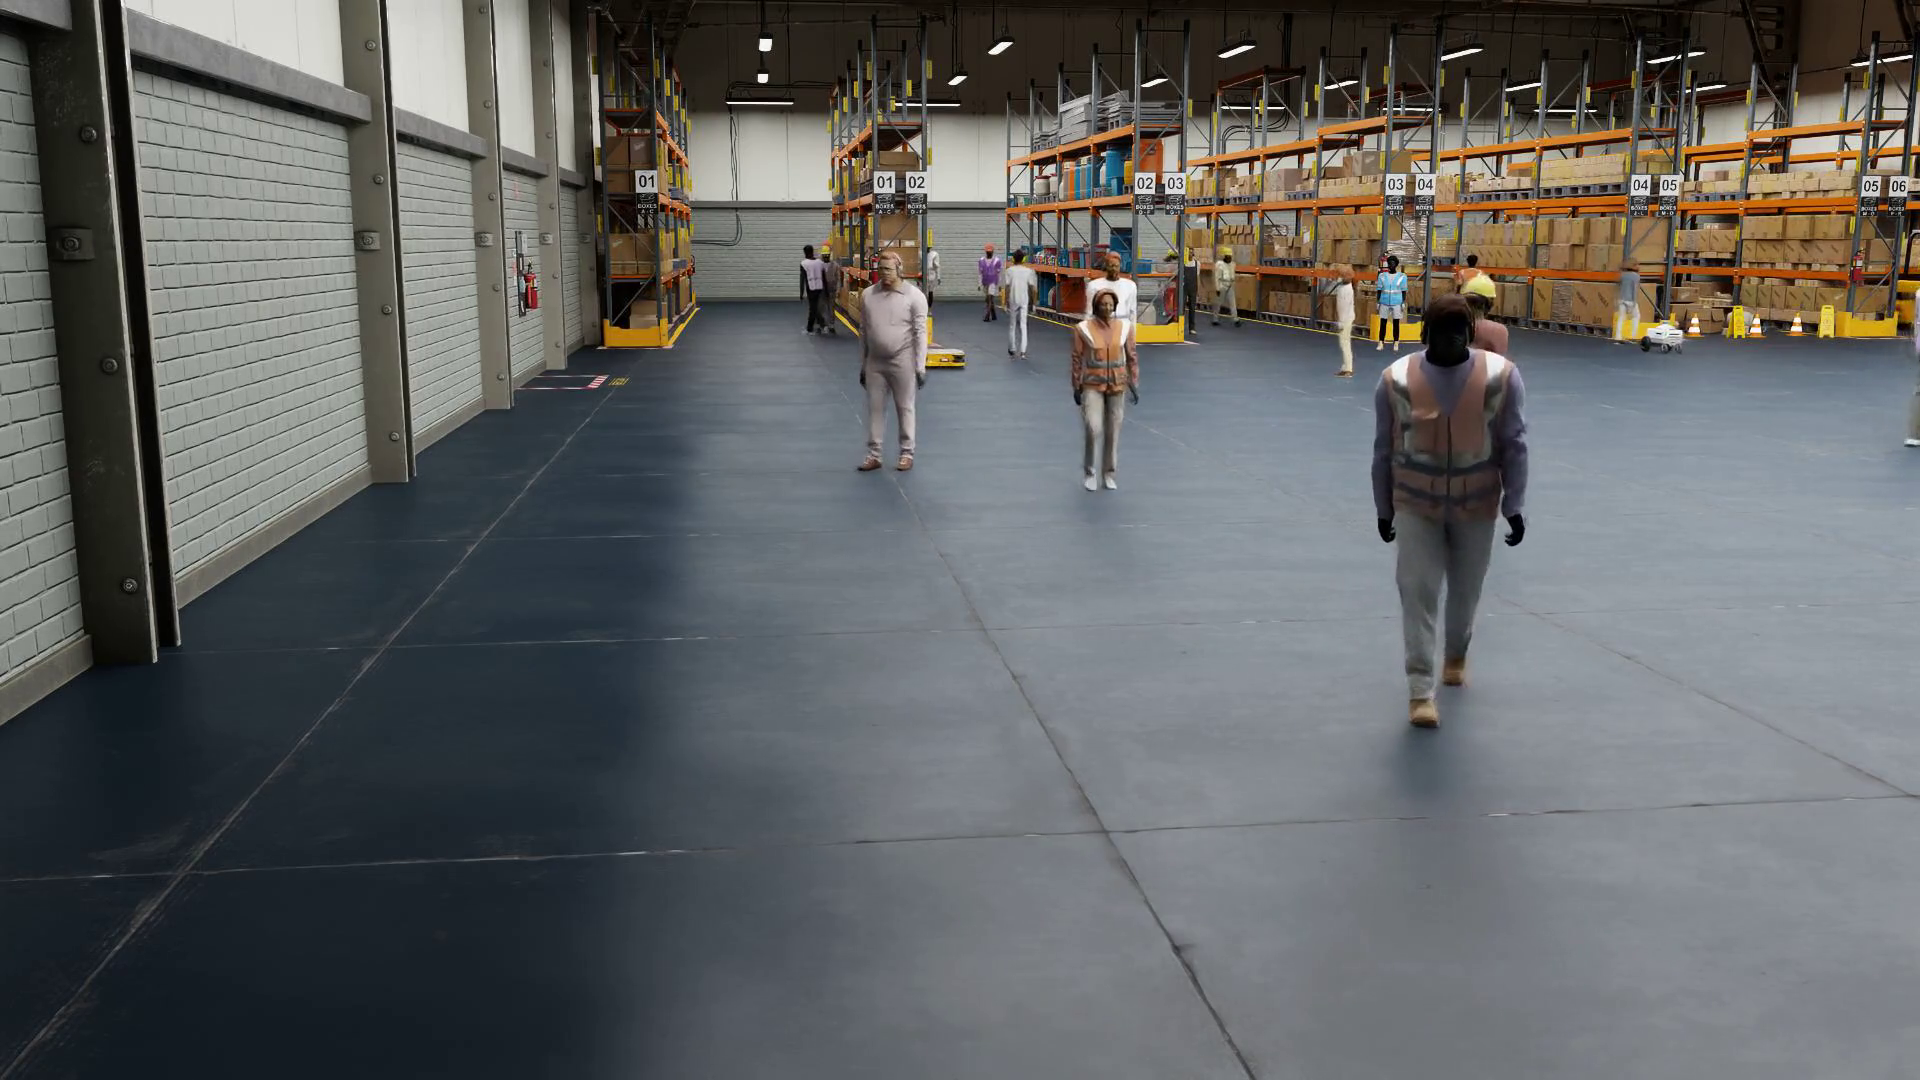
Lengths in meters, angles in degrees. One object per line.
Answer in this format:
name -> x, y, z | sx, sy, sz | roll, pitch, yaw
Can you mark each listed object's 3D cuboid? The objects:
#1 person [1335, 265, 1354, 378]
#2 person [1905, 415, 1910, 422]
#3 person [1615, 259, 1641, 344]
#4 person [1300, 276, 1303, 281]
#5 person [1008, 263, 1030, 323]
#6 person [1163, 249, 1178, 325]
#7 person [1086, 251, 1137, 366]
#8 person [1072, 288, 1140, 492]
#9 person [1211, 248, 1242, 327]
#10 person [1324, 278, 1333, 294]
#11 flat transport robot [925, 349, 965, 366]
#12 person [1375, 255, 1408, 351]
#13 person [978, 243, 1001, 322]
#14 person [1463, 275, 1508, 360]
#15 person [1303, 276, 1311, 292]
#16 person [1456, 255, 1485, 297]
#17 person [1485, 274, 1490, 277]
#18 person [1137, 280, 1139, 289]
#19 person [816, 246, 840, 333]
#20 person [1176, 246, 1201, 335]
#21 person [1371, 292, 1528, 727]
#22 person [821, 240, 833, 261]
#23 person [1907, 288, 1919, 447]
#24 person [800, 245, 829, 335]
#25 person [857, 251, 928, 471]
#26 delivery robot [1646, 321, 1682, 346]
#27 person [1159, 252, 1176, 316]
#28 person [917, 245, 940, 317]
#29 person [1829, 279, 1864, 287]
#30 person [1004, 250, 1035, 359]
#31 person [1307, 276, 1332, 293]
person -> 5.562, -3.162, 24.111 | 0.301, 1.616, 0.597 | 2, 11, 11
person -> 10.876, -2.279, 18.307 | 0.957, 1.965, 0.604 | -7, 12, -33
person -> 12.703, -4.509, 31.476 | 0.636, 1.609, 0.512 | -4, 11, -23
person -> 9.669, -7.773, 48.208 | 0.702, 2.000, 0.579 | 1, 10, 7
person -> 1.380, -5.864, 38.935 | 0.524, 1.607, 0.741 | 0, 10, 0
person -> 4.858, -5.768, 38.007 | 0.530, 1.754, 0.372 | -2, 11, -12
person -> 1.697, -2.296, 18.663 | 0.577, 1.871, 0.461 | -1, 10, -7
person -> 1.166, -1.188, 13.267 | 0.524, 1.622, 0.523 | -2, 10, -8
person -> 5.980, -5.676, 37.421 | 0.622, 1.780, 0.946 | -5, 12, -27
person -> 10.546, -7.686, 48.317 | 0.527, 1.826, 0.864 | 0, 10, -2
flat transport robot -> -0.270, -2.885, 26.266 | 0.652, 0.197, 1.431 | 0, 10, -2
person -> 7.657, -4.194, 29.525 | 0.536, 1.696, 0.322 | 4, 11, 23
person -> 0.743, -6.199, 40.012 | 0.539, 1.888, 0.917 | 4, 11, 19
person -> 3.661, -1.025, 11.987 | 0.573, 1.750, 0.540 | -9, 14, -40
person -> 9.827, -7.373, 46.249 | 0.642, 1.950, 0.426 | -1, 10, -5
person -> 10.002, -4.742, 32.577 | 0.549, 1.678, 0.482 | 4, 11, 20
person -> 15.852, -7.989, 50.045 | 0.922, 1.809, 0.634 | -1, 10, -5
person -> 4.083, -6.396, 41.105 | 0.670, 1.894, 0.968 | 0, 10, -2
person -> -2.809, -5.265, 35.022 | 0.591, 1.834, 0.404 | -1, 10, -8
person -> 4.729, -5.167, 34.458 | 0.514, 1.843, 0.327 | -1, 10, -7
person -> 2.094, -0.166, 7.173 | 0.631, 1.811, 0.921 | 2, 11, 13
person -> -3.775, -7.645, 47.833 | 1.002, 1.937, 0.671 | -4, 11, -22
person -> 9.468, -1.837, 16.048 | 0.609, 1.904, 0.599 | -6, 12, -30
person -> -2.989, -5.160, 34.380 | 0.621, 1.871, 0.929 | -10, 14, -43
person -> -0.609, -1.543, 14.439 | 0.649, 1.906, 0.400 | 4, 11, 21
delivery robot -> 12.321, -3.590, 29.094 | 0.477, 0.478, 0.707 | -1, 10, -5
person -> 5.342, -6.558, 42.570 | 0.490, 1.659, 0.977 | -1, 10, -5
person -> -0.824, -6.647, 42.205 | 0.629, 1.998, 1.070 | -1, 10, -3
person -> 19.475, -5.596, 36.712 | 0.684, 1.868, 0.889 | -1, 10, -6
person -> 1.003, -3.962, 27.952 | 0.541, 1.814, 1.009 | -1, 10, -3
person -> 9.414, -6.853, 43.574 | 0.644, 1.900, 0.999 | 2, 10, 9
